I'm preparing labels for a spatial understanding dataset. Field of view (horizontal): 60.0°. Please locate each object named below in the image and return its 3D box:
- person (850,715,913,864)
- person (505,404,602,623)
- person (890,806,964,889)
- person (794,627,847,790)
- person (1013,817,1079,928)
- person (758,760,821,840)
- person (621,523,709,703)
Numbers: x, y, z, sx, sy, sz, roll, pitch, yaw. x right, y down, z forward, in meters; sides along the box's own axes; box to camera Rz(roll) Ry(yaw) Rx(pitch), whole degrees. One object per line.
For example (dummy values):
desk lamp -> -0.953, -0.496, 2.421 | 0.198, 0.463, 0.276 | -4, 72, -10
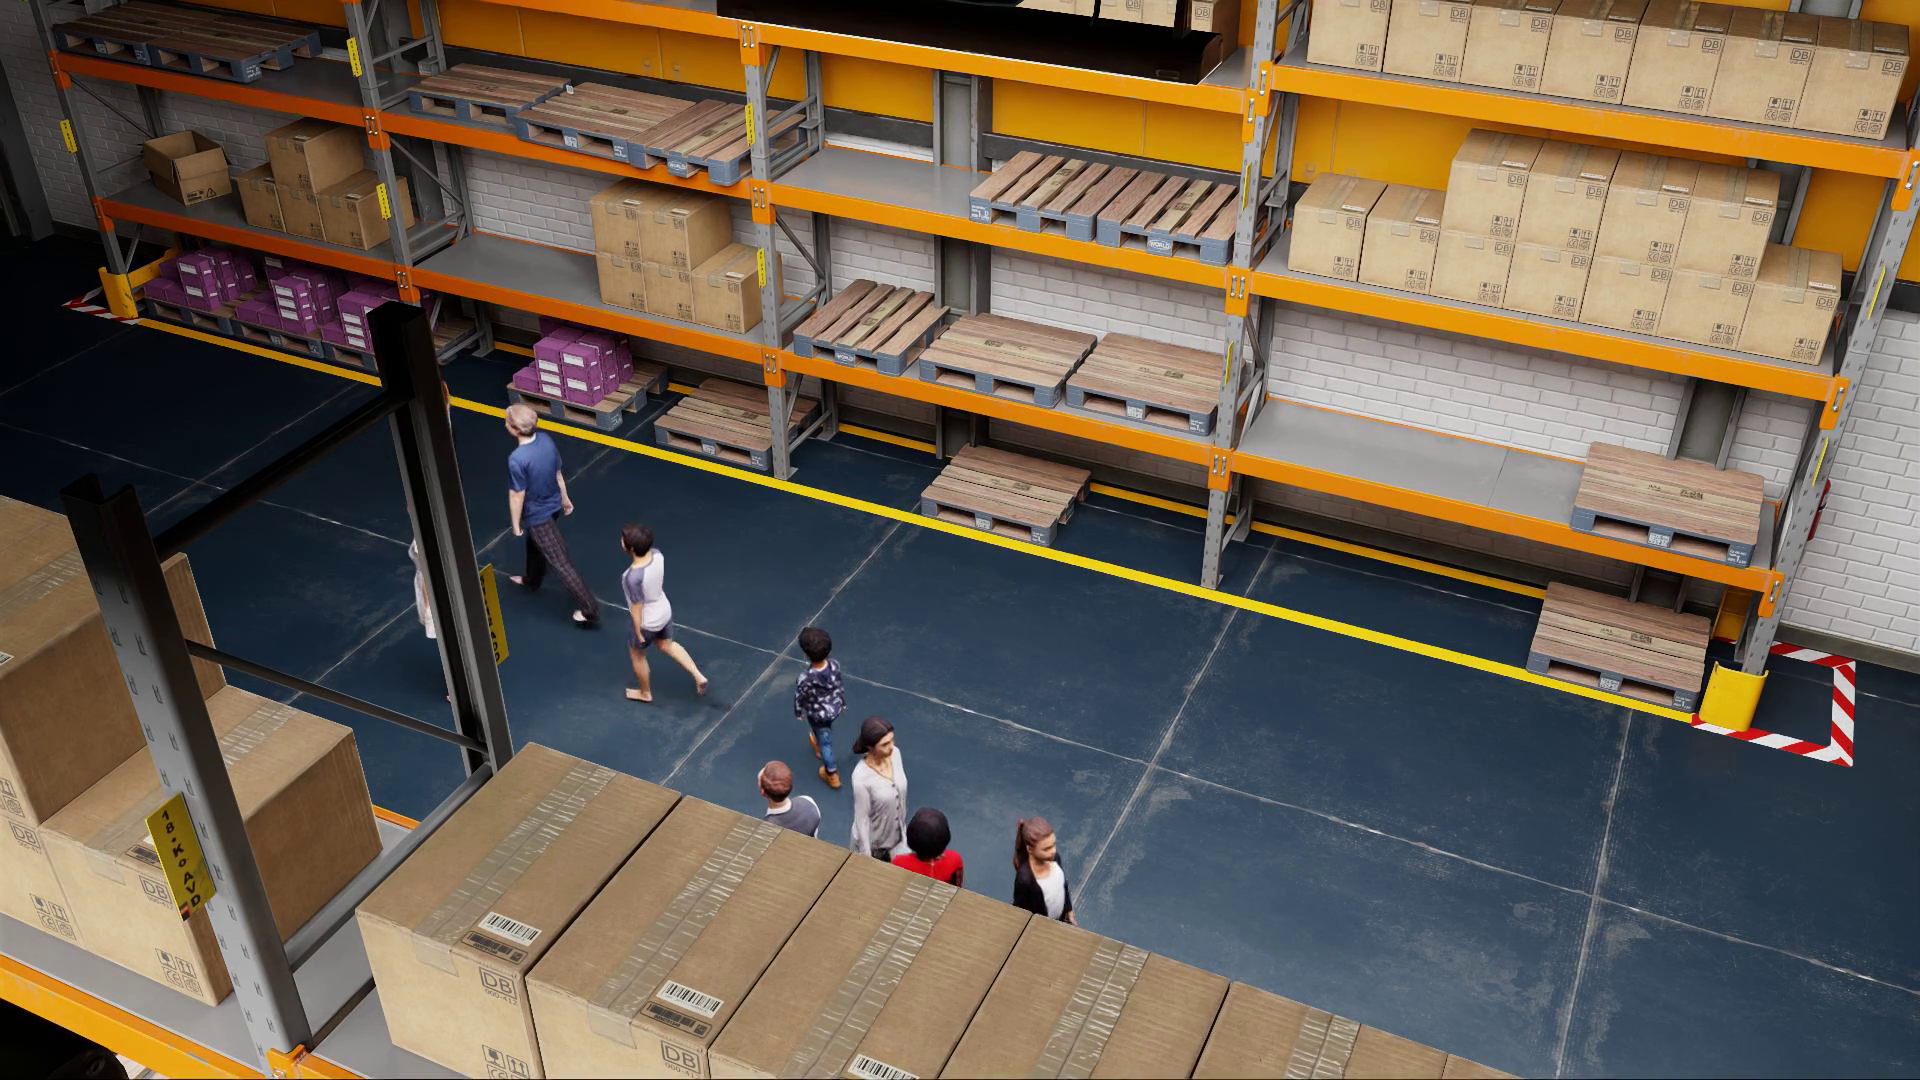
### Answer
person -> -0.566, 1.737, 9.902 | 1.151, 1.737, 0.786 | 24, 40, 31
person -> -3.109, -0.155, 12.683 | 1.195, 1.809, 0.665 | 14, 36, 20
person -> -0.184, 2.258, 9.158 | 1.093, 1.692, 1.113 | -9, 35, -14
person -> -0.904, 1.152, 11.235 | 0.701, 1.234, 0.831 | -22, 39, -29
person -> 0.377, 2.151, 9.477 | 1.096, 1.517, 0.689 | 22, 39, 29
person -> -0.966, 2.001, 9.322 | 0.648, 1.938, 0.717 | 25, 41, 32
person -> -2.153, 0.544, 11.868 | 0.848, 1.547, 0.551 | 14, 36, 20
